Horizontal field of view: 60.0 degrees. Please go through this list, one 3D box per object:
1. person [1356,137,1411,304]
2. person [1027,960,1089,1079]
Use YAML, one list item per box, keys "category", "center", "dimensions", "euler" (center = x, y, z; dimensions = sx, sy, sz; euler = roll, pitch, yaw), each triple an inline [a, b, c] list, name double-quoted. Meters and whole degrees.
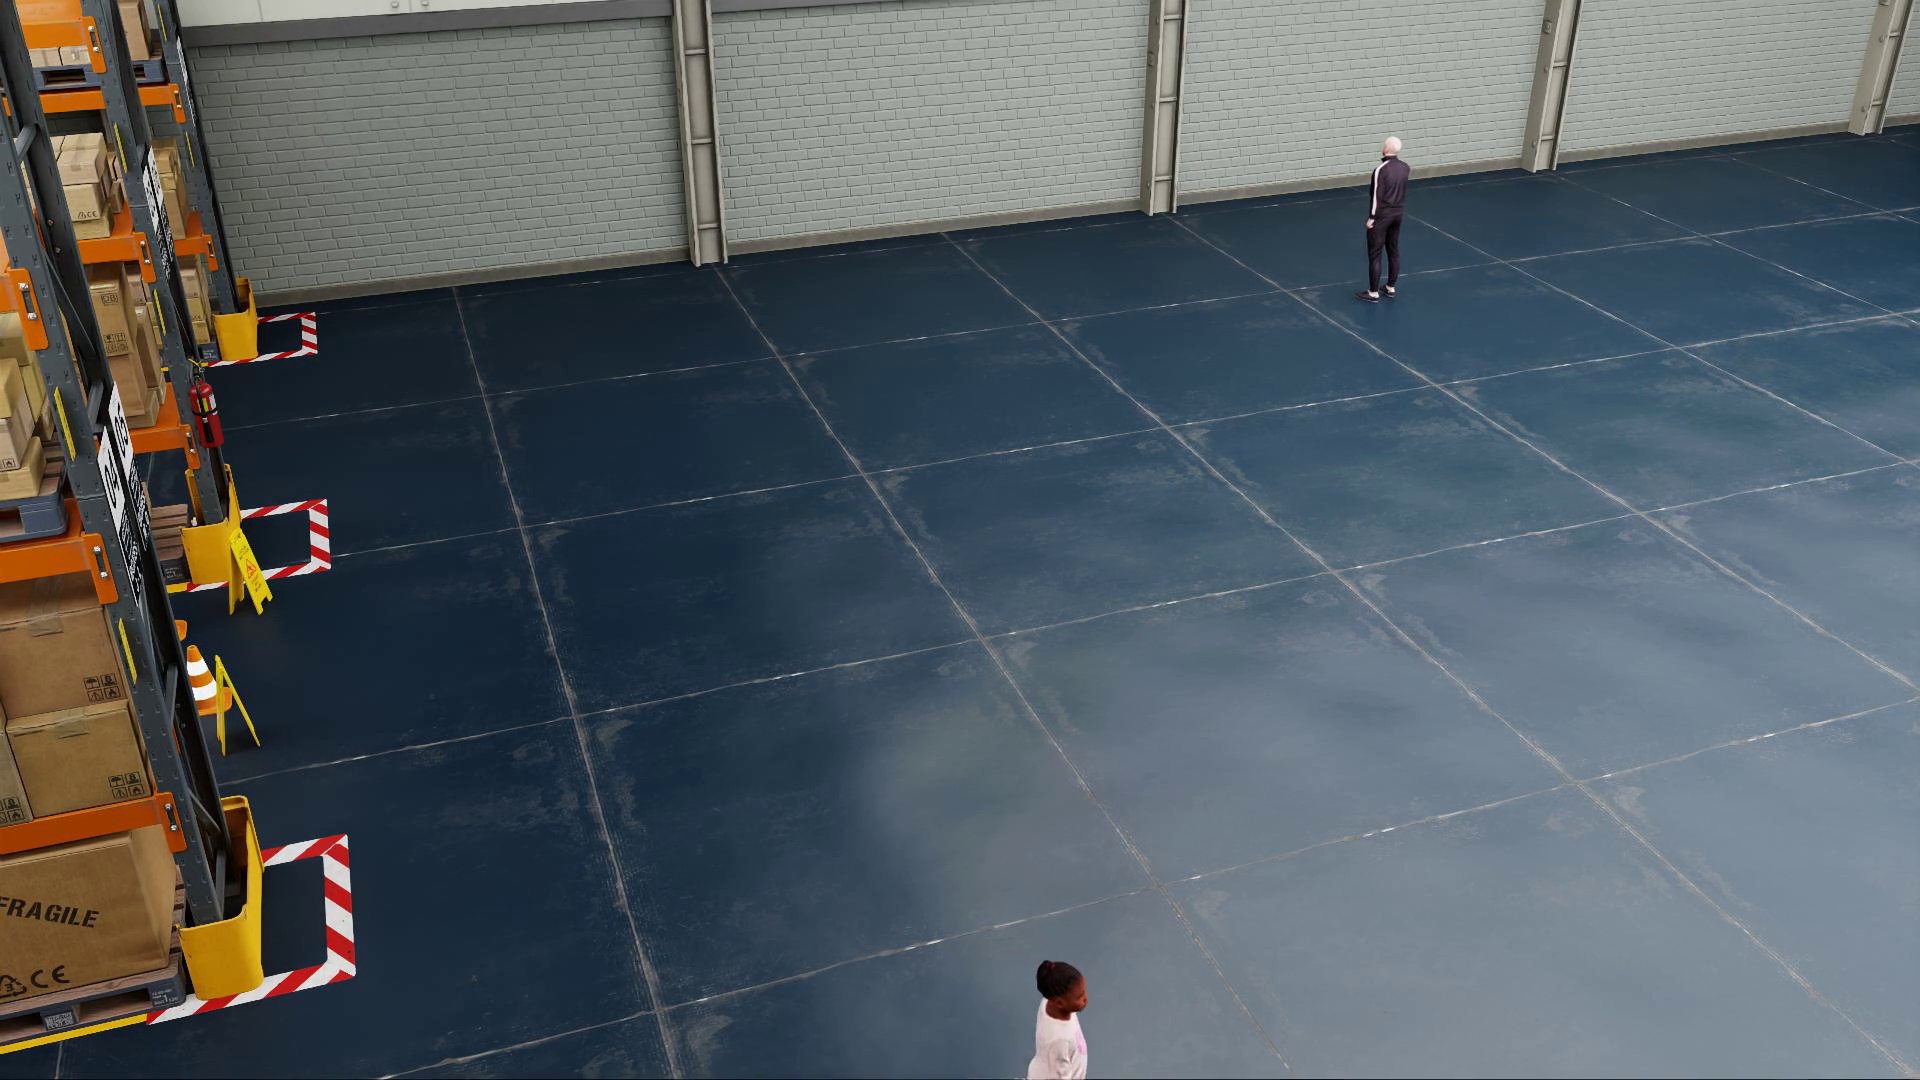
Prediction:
- category: "person"
  center: [4.745, -3.565, 18.501]
  dimensions: [0.602, 1.836, 0.789]
  euler: [-18, 33, -30]
- category: "person"
  center: [0.352, 2.489, 7.585]
  dimensions: [1.058, 1.411, 0.847]
  euler: [3, 28, 5]
